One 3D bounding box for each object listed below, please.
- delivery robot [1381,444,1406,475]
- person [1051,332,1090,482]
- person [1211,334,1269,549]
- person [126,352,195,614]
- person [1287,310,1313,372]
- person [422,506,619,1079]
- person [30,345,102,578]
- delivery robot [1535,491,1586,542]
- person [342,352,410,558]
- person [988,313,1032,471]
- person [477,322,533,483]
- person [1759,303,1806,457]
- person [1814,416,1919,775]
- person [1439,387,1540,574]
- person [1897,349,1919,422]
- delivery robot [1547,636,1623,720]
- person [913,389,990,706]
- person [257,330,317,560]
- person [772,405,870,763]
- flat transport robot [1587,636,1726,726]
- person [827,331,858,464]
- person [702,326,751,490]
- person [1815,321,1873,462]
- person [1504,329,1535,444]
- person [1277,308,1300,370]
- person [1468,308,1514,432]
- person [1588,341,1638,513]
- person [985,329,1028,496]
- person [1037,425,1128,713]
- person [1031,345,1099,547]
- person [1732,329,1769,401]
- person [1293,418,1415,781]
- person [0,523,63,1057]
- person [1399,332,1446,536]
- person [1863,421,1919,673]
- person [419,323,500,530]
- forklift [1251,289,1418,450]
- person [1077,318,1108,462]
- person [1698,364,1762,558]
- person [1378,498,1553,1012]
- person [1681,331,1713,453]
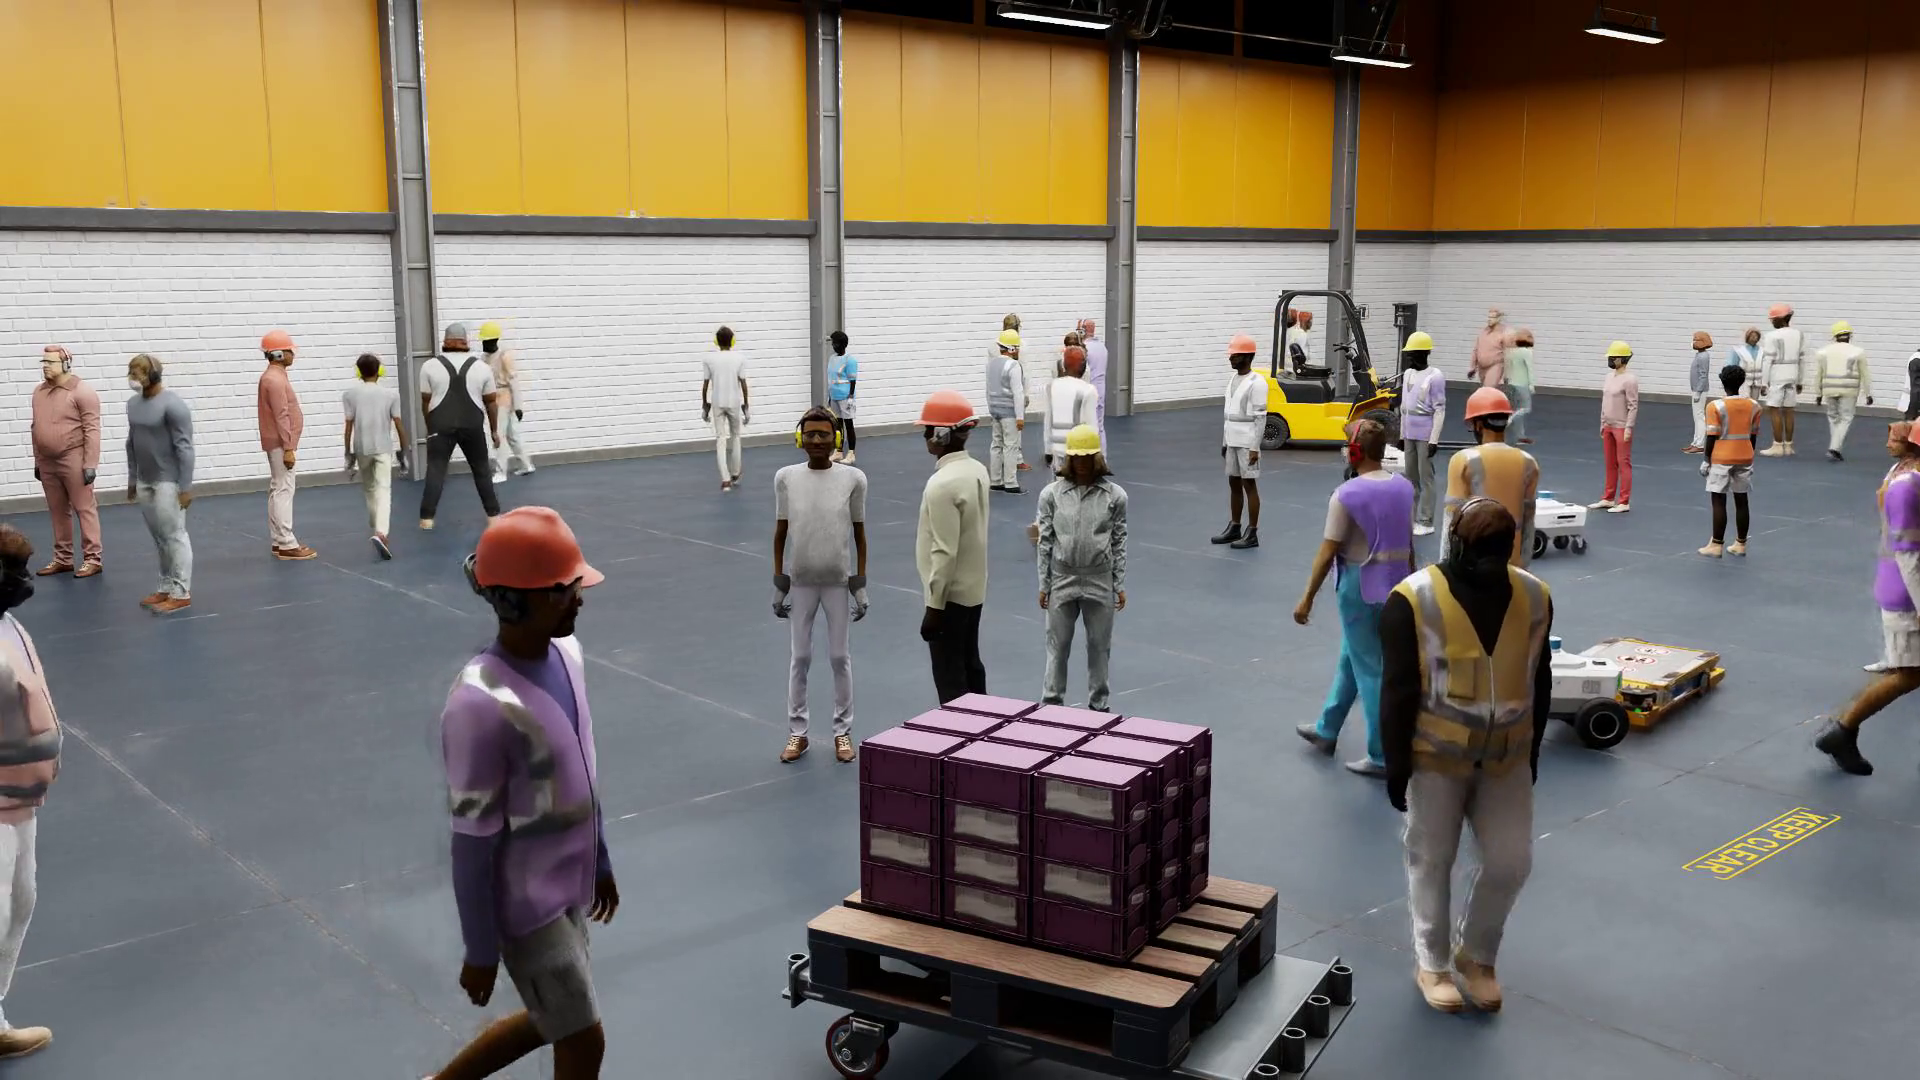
[{"bbox_3d":[4.820,-0.927,19.038,0.707,0.478,0.477,4,11,23],"label":"delivery robot"},{"bbox_3d":[1.182,-1.262,17.509,0.515,1.841,0.329,9,13,42],"label":"person"},{"bbox_3d":[2.538,-0.891,15.051,0.361,1.940,0.543,-4,11,-24],"label":"person"},{"bbox_3d":[-5.950,-0.431,12.377,0.637,1.936,0.366,6,11,31],"label":"person"},{"bbox_3d":[5.140,-2.495,24.788,0.983,1.823,0.562,-1,10,-4],"label":"person"},{"bbox_3d":[-1.165,0.901,4.340,0.857,2.024,0.613,1,10,5],"label":"person"},{"bbox_3d":[-7.374,-0.642,13.683,0.641,1.912,0.407,3,10,17],"label":"person"},{"bbox_3d":[5.161,-0.192,14.711,0.707,0.478,0.477,-2,9,-14],"label":"delivery robot"},{"bbox_3d":[-5.184,-0.760,14.753,0.549,1.798,1.045,-2,10,-12],"label":"person"},{"bbox_3d":[0.617,-1.810,20.449,0.628,1.935,0.373,9,13,43],"label":"person"},{"bbox_3d":[-5.337,-1.628,19.585,0.733,1.883,0.649,-8,13,-40],"label":"person"},{"bbox_3d":[10.836,-2.108,21.950,0.651,2.026,0.476,-4,10,-21],"label":"person"},{"bbox_3d":[4.771,0.287,8.341,0.543,1.910,0.753,-7,12,-37],"label":"person"},{"bbox_3d":[2.924,0.116,9.233,0.571,1.910,0.472,-3,10,-17],"label":"person"},{"bbox_3d":[10.291,-1.354,17.840,0.392,1.914,0.589,8,13,39],"label":"person"},{"bbox_3d":[3.224,0.770,9.103,0.707,0.478,0.477,1,10,5],"label":"delivery robot"},{"bbox_3d":[-0.048,0.260,8.148,0.387,1.992,0.626,3,10,19],"label":"person"},{"bbox_3d":[-5.902,-0.826,14.503,0.374,1.997,0.608,-6,11,-30],"label":"person"},{"bbox_3d":[-0.729,0.231,8.674,0.514,1.876,0.328,0,10,0],"label":"person"},{"bbox_3d":[4.009,0.819,9.918,0.652,0.197,1.431,8,13,40],"label":"flat transport robot"},{"bbox_3d":[-1.506,-1.807,21.135,0.320,1.693,0.531,-8,13,-39],"label":"person"},{"bbox_3d":[-2.675,-1.518,19.029,0.554,1.830,0.913,-1,10,-6],"label":"person"},{"bbox_3d":[11.322,-1.902,21.331,0.580,1.811,0.669,-9,13,-41],"label":"person"},{"bbox_3d":[7.812,-2.144,23.325,0.513,1.609,0.570,-2,10,-10],"label":"person"},{"bbox_3d":[5.059,-2.636,25.564,0.429,1.840,0.627,-2,10,-11],"label":"person"},{"bbox_3d":[8.038,-2.571,25.083,0.942,1.873,0.634,-4,11,-25],"label":"person"},{"bbox_3d":[6.765,-1.163,17.148,0.328,1.769,0.526,-2,10,-10],"label":"person"},{"bbox_3d":[0.530,-1.408,18.394,0.404,1.829,0.600,-6,12,-33],"label":"person"},{"bbox_3d":[0.661,0.245,8.976,0.489,1.743,0.322,0,10,2],"label":"person"},{"bbox_3d":[0.952,-0.788,14.666,0.581,1.863,0.694,8,13,40],"label":"person"},{"bbox_3d":[11.397,-2.243,23.972,0.524,1.593,0.856,1,10,4],"label":"person"},{"bbox_3d":[1.977,0.284,8.527,0.573,1.814,0.807,-8,13,-40],"label":"person"},{"bbox_3d":[-3.120,0.848,5.303,0.479,1.811,0.692,-3,10,-17],"label":"person"},{"bbox_3d":[4.338,-1.003,15.741,0.386,1.927,0.589,-3,10,-19],"label":"person"},{"bbox_3d":[5.856,0.074,10.323,0.319,1.631,0.512,2,10,10],"label":"person"},{"bbox_3d":[-4.905,-1.146,16.251,0.754,2.000,0.546,-4,10,-22],"label":"person"},{"bbox_3d":[5.034,-2.339,22.783,2.313,2.155,1.214,3,10,16],"label":"forklift"},{"bbox_3d":[1.546,-1.726,20.106,0.416,1.894,0.656,6,11,31],"label":"person"},{"bbox_3d":[6.731,-0.685,14.559,0.536,1.695,0.322,-2,10,-13],"label":"person"},{"bbox_3d":[1.748,0.756,5.746,0.642,1.822,0.480,-1,10,-4],"label":"person"},{"bbox_3d":[9.893,-1.976,22.301,0.284,1.633,0.497,3,10,18],"label":"person"}]
